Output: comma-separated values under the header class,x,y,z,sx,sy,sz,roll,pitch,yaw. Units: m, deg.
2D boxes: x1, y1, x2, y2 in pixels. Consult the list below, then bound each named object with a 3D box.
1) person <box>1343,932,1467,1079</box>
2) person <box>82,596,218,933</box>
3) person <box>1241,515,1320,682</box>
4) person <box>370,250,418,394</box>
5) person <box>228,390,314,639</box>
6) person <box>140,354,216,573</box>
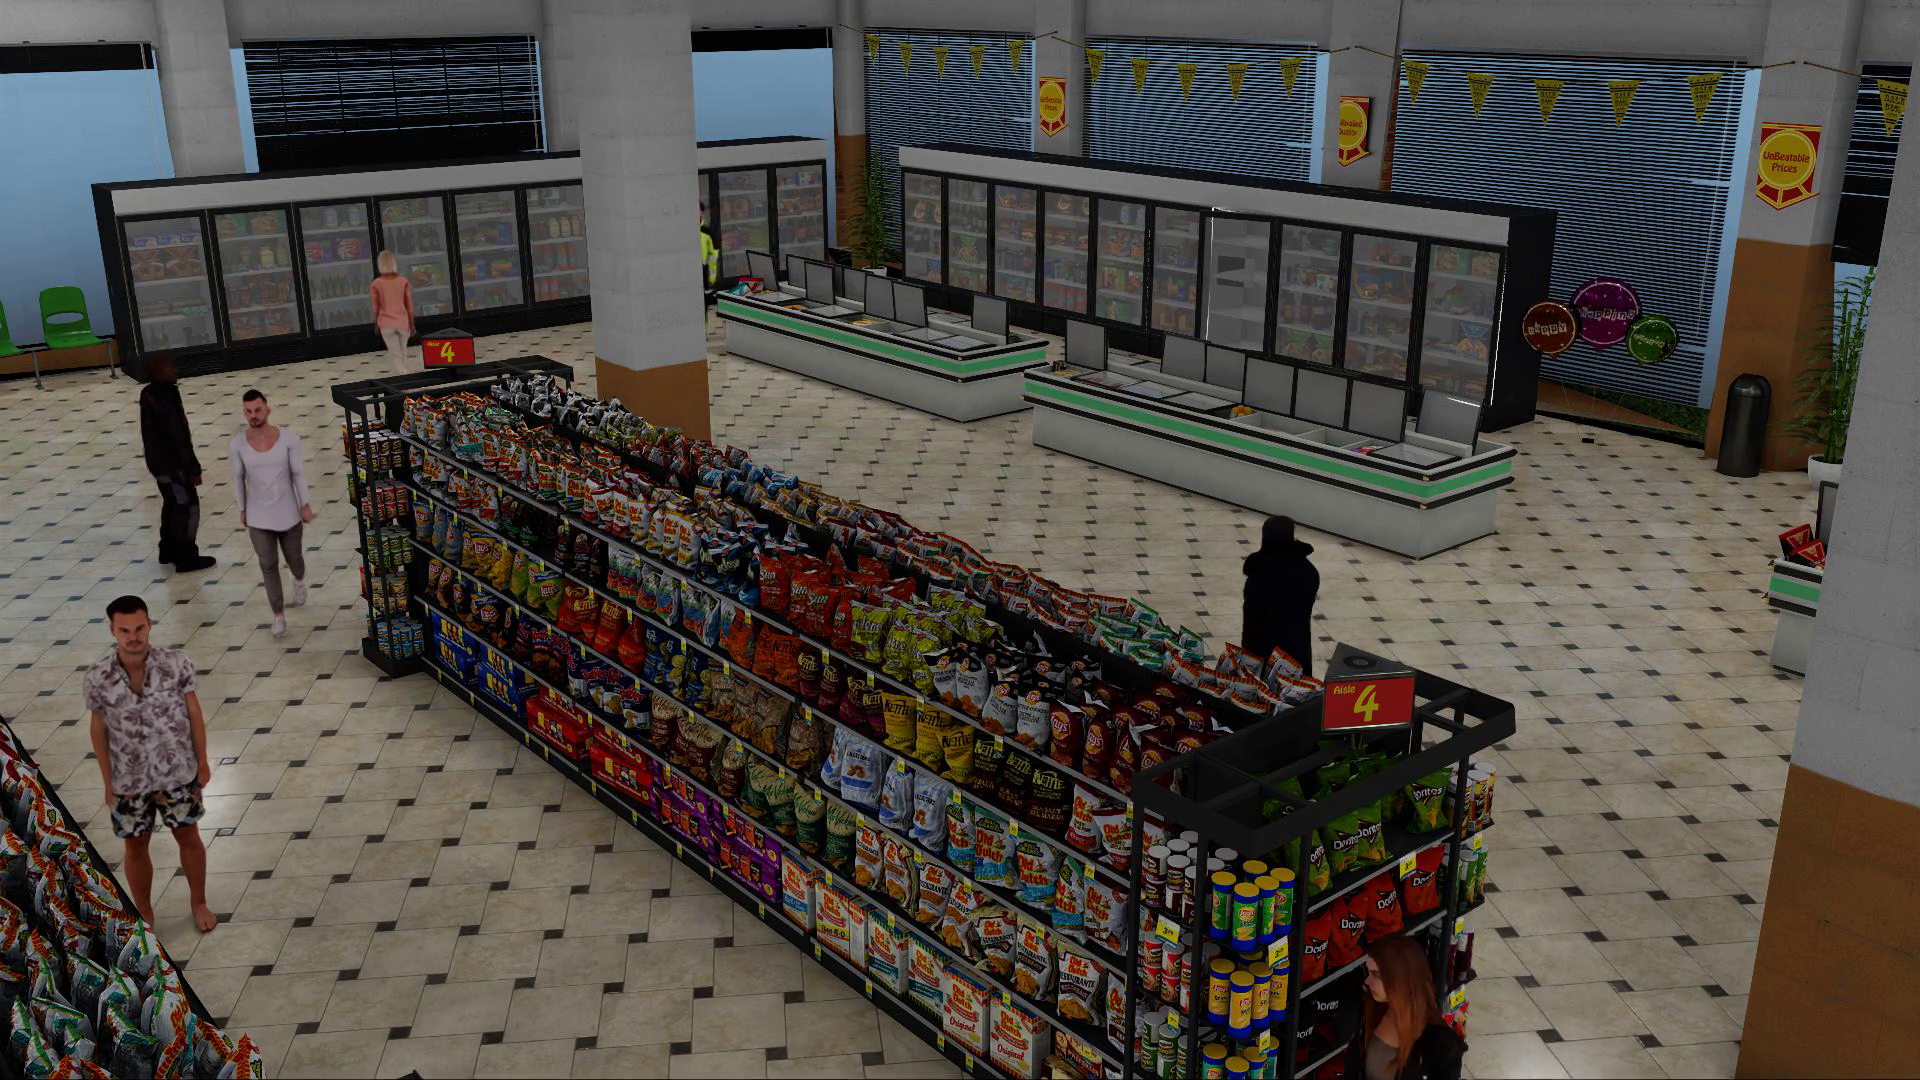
class,x,y,z,sx,sy,sz,roll,pitch,yaw
person,1.522,2.078,5.700,0.731,1.671,0.888,-14,23,-35
person,-4.038,1.120,8.322,0.718,1.813,0.655,-8,20,-22
person,1.941,0.672,9.908,0.903,1.649,1.139,-6,20,-17
person,-6.446,-2.409,19.014,0.698,1.668,1.163,-12,22,-31
person,-5.073,-0.234,12.328,0.943,1.818,1.170,-5,19,-15
person,-6.435,-0.616,13.472,0.776,1.812,0.546,-18,25,-42
